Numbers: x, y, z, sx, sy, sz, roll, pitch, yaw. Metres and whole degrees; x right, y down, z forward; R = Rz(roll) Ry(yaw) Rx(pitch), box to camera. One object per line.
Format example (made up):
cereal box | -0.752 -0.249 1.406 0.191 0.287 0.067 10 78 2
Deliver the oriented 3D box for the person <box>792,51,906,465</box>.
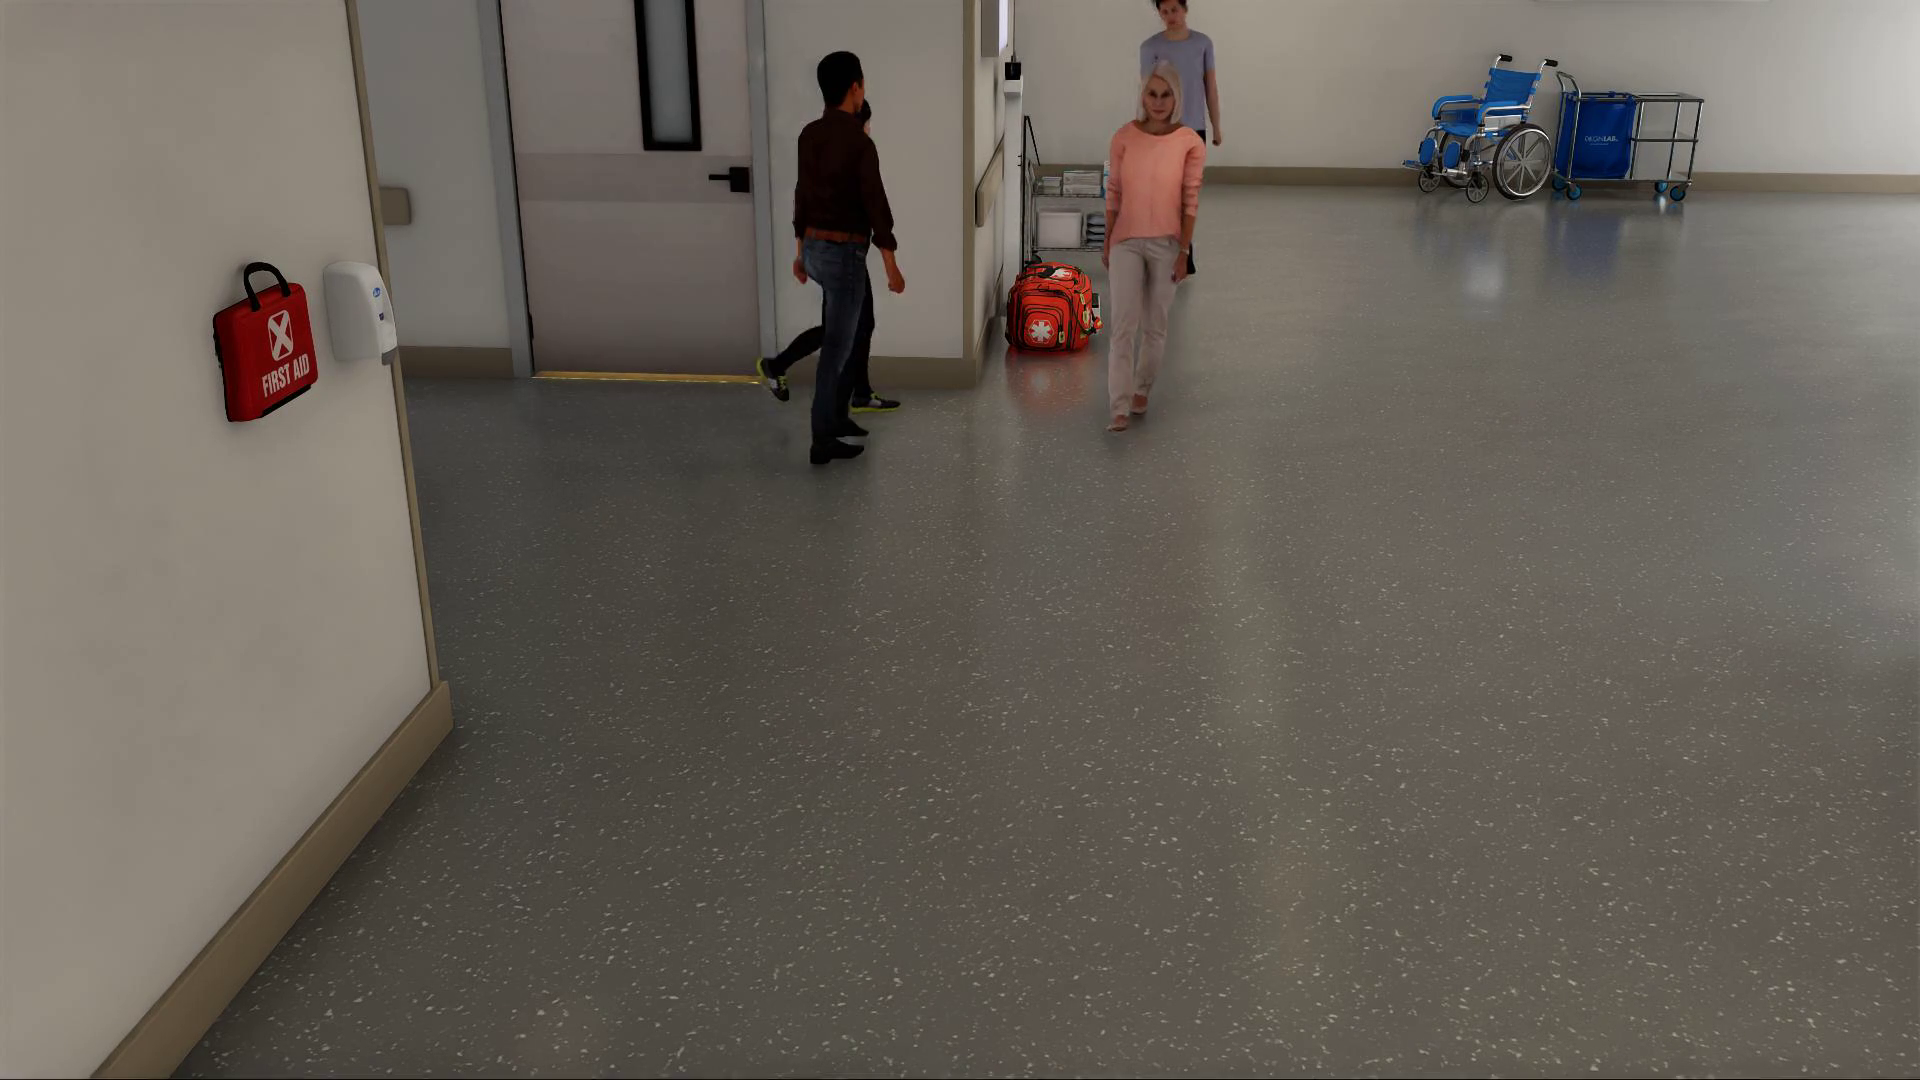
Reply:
person | -0.607 -1.197 7.251 0.881 1.756 0.815 -13 24 -31

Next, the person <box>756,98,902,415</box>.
person | -0.639 -1.326 7.925 0.686 1.520 0.886 0 21 0

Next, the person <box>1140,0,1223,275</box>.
person | 1.456 -2.762 11.291 0.987 1.821 1.237 -7 22 -18

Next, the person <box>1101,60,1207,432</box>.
person | 0.898 -1.380 7.840 0.646 1.682 0.995 3 21 8
